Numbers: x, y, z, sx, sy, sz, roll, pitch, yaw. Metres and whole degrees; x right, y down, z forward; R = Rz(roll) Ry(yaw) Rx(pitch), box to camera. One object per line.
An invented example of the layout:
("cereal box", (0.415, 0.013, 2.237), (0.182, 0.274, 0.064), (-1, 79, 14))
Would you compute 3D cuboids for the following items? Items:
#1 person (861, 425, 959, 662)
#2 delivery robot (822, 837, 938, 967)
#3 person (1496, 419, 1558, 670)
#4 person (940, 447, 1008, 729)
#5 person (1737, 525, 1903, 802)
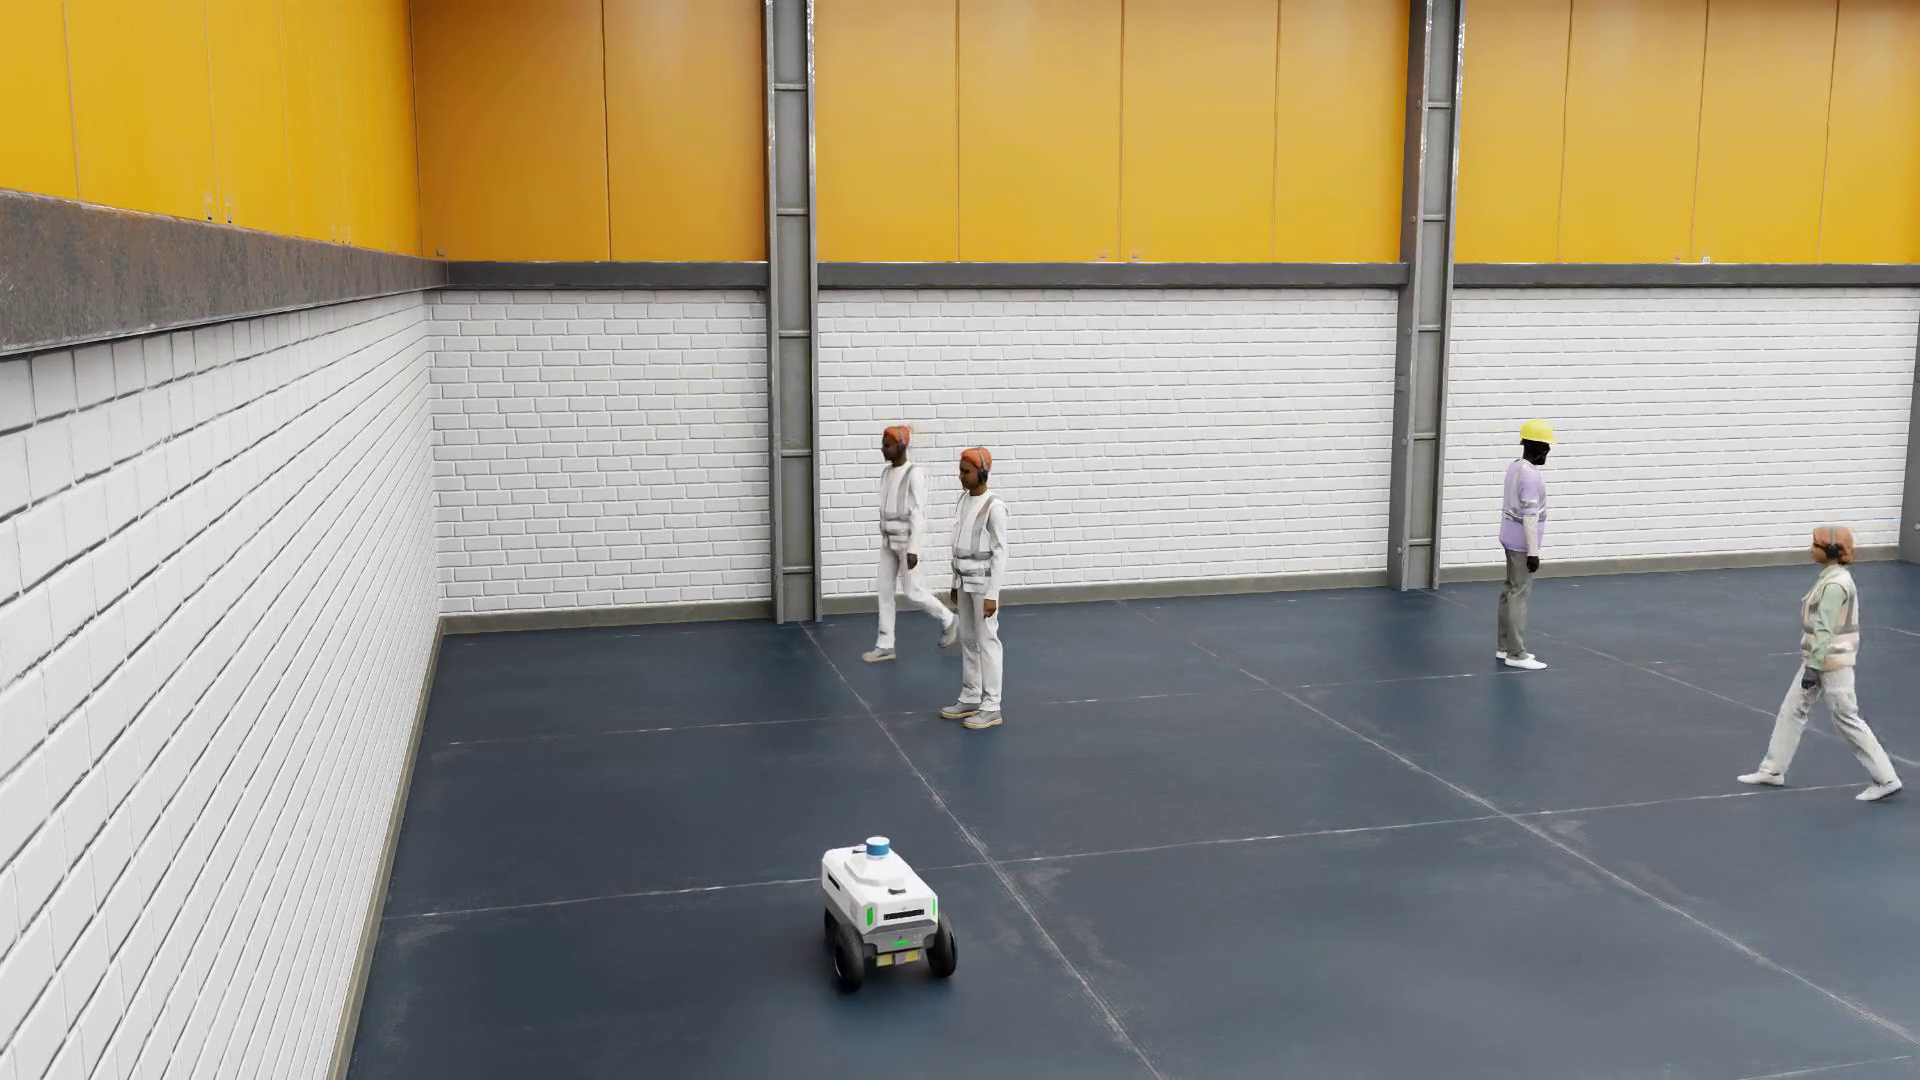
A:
("person", (-0.387, 0.020, 13.065), (0.777, 1.864, 0.574), (-6, 11, -34))
("delivery robot", (-0.359, 1.547, 7.295), (0.477, 0.478, 0.707), (-4, 10, -20))
("person", (4.365, 0.025, 12.839), (0.383, 1.922, 0.587), (1, 9, 7))
("person", (0.105, 0.314, 11.156), (0.355, 1.883, 0.576), (-5, 10, -29))
("person", (5.041, 0.709, 9.588), (0.840, 1.603, 0.525), (4, 10, 22))
